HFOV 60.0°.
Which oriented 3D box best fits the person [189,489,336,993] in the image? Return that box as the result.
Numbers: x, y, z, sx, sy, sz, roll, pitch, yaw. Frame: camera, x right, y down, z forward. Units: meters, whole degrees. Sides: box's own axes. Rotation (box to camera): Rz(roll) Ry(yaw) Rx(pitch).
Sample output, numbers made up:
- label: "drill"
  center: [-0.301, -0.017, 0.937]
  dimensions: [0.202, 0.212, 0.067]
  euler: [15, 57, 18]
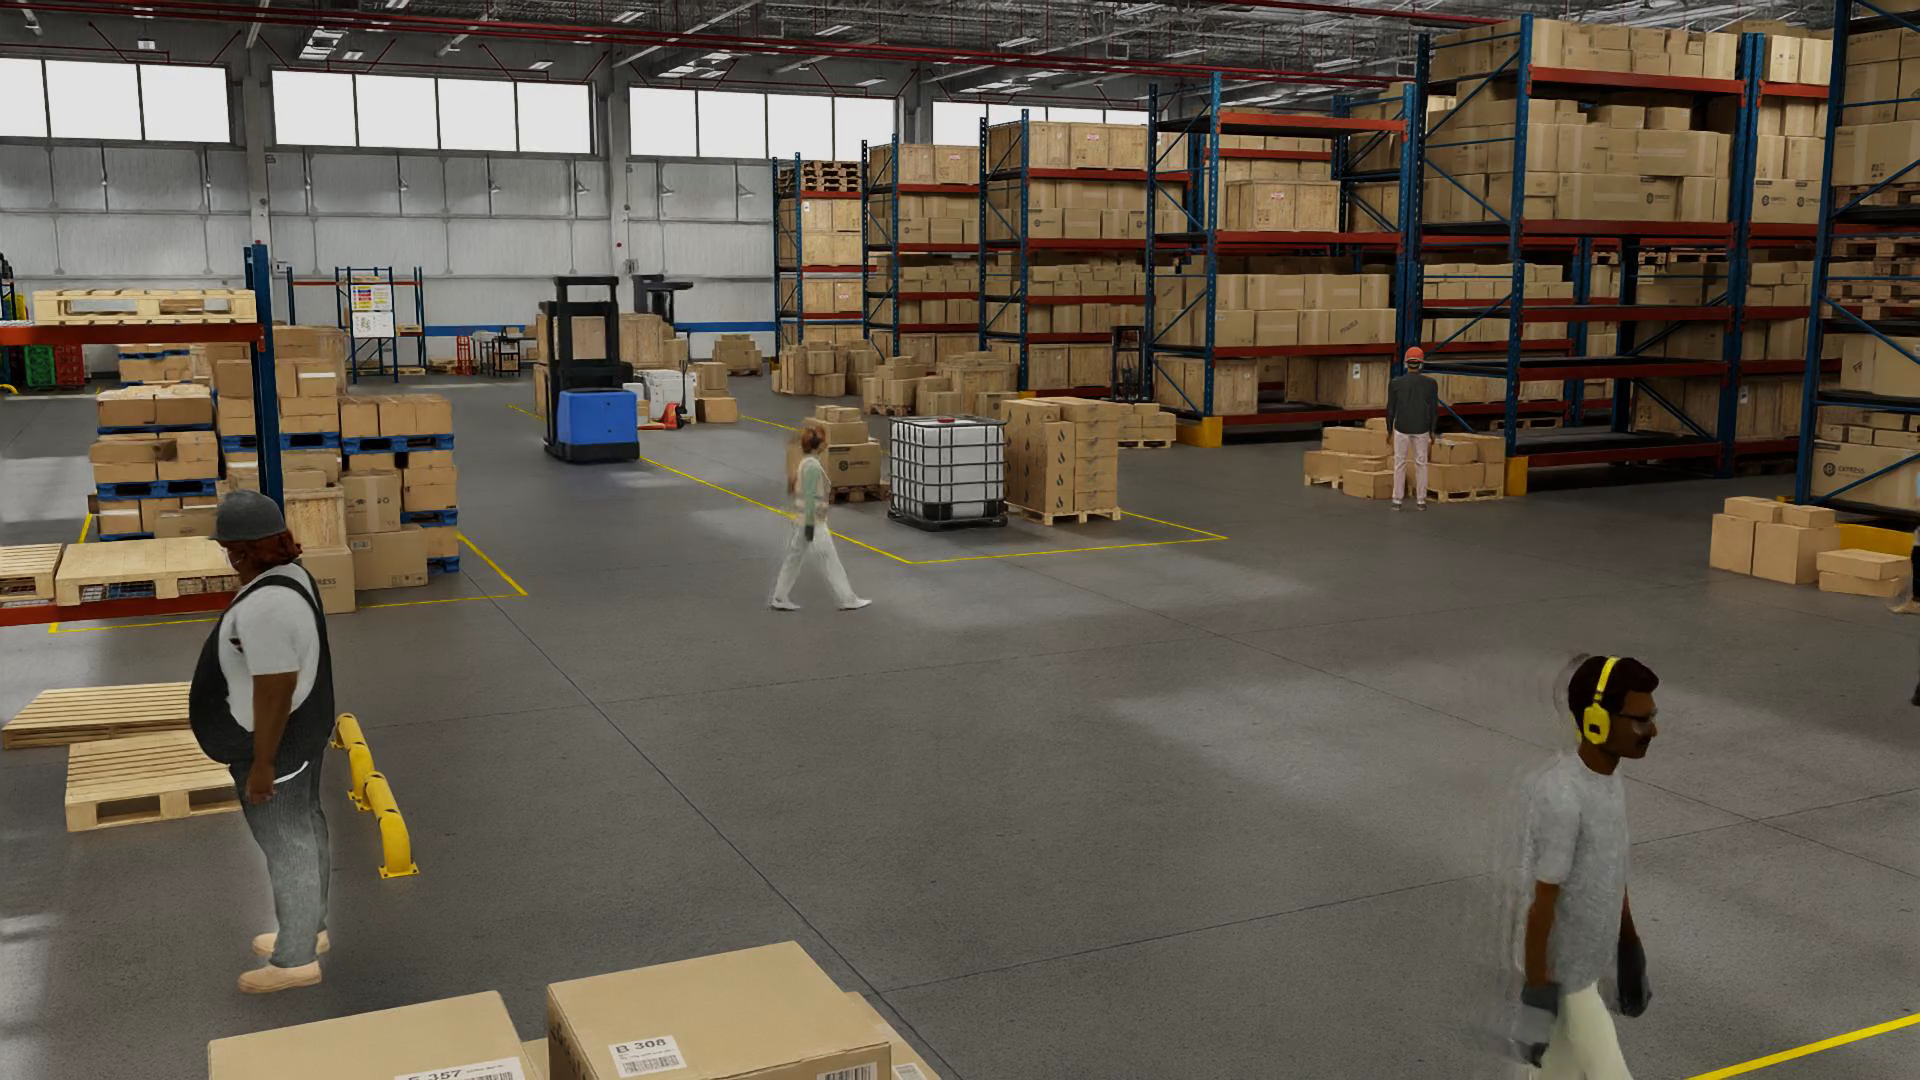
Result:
- label: "person"
  center: [-2.823, 0.797, 6.741]
  dimensions: [0.536, 2.000, 0.682]
  euler: [-2, 9, -11]

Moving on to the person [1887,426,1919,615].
- label: "person"
  center: [8.281, -0.160, 13.914]
  dimensions: [0.716, 1.656, 0.614]
  euler: [0, 9, 1]

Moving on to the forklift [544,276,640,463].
- label: "forklift"
  center: [-5.707, -2.667, 25.633]
  dimensions: [1.129, 2.768, 1.873]
  euler: [-4, 10, -25]

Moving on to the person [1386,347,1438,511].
- label: "person"
  center: [5.458, -1.335, 20.107]
  dimensions: [0.614, 1.994, 0.381]
  euler: [1, 9, 8]

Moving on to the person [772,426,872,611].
- label: "person"
  center: [-1.218, -0.174, 14.133]
  dimensions: [0.853, 1.588, 0.533]
  euler: [-2, 9, -11]

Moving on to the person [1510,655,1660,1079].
- label: "person"
  center: [1.818, 1.234, 4.609]
  dimensions: [0.670, 1.848, 0.565]
  euler: [6, 11, 32]

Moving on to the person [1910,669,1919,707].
- label: "person"
  center: [6.587, 0.180, 10.957]
  dimensions: [0.570, 1.923, 0.501]
  euler: [-7, 11, -36]

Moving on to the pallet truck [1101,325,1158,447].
- label: "pallet truck"
  center: [2.881, -2.596, 27.923]
  dimensions: [0.823, 1.965, 1.885]
  euler: [-1, 9, -7]

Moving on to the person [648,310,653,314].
- label: "person"
  center: [-8.171, -5.148, 44.111]
  dimensions: [0.558, 1.896, 0.992]
  euler: [0, 9, -1]

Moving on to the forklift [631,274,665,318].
- label: "forklift"
  center: [-7.807, -5.262, 41.736]
  dimensions: [1.873, 2.768, 1.129]
  euler: [5, 10, 27]
